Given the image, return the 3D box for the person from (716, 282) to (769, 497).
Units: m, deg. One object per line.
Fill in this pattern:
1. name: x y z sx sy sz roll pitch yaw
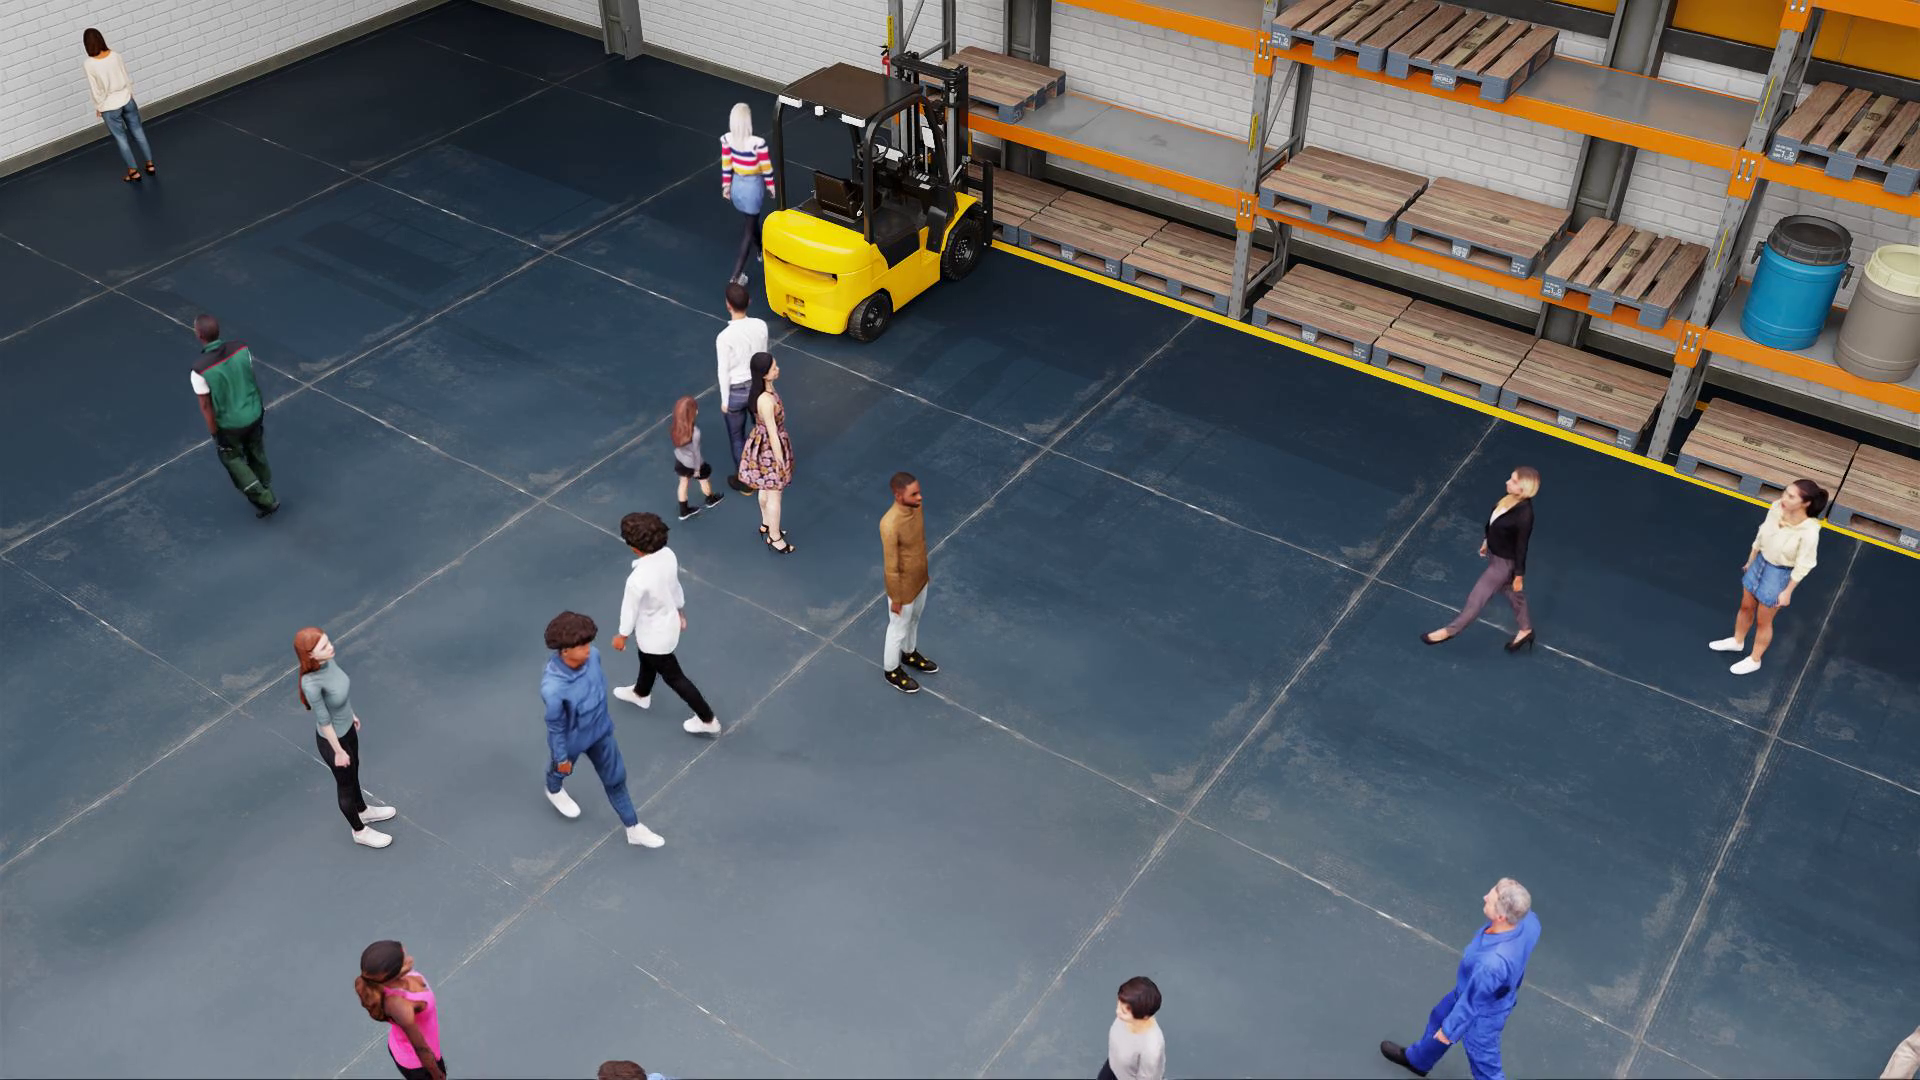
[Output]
1. person: -1.702 -1.188 13.262 0.675 1.860 0.663 -27 46 -30

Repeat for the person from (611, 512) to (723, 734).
1. person: -1.948 0.614 11.077 1.178 1.770 0.838 12 40 14

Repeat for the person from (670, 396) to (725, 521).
1. person: -2.185 -0.630 13.180 0.615 1.089 0.587 31 48 33

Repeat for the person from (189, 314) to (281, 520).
1. person: -5.572 -0.917 12.950 0.763 1.825 0.683 25 45 28

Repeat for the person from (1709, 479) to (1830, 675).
1. person: 5.699 0.242 11.654 0.781 1.631 0.704 -9 39 -11

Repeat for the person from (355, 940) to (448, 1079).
1. person: -2.806 2.639 8.578 0.696 1.724 0.595 -22 44 -25

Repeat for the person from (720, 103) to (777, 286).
1. person: -2.077 -3.280 15.956 1.121 1.766 0.842 17 41 20

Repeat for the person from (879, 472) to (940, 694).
1. person: -0.381 0.261 11.481 0.611 1.817 0.654 16 41 19

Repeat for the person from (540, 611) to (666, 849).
1. person: -2.448 1.167 10.397 1.178 1.753 0.695 24 44 27

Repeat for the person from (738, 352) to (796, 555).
1. person: -1.440 -0.670 12.682 0.862 1.774 0.789 -12 40 -15

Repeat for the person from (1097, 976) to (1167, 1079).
1. person: 0.979 2.759 8.588 0.942 1.524 0.963 -14 41 -16

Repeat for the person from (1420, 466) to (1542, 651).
1. person: 3.920 0.185 11.731 1.142 1.624 0.950 3 39 4

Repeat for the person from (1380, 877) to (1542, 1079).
1. person: 2.819 2.496 8.707 1.139 1.787 0.741 25 45 28

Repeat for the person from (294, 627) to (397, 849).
1. person: -3.865 1.213 10.348 0.719 1.743 0.668 -4 39 -5

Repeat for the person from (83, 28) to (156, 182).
1. person: -8.990 -4.645 17.732 0.538 1.683 0.613 26 45 28
